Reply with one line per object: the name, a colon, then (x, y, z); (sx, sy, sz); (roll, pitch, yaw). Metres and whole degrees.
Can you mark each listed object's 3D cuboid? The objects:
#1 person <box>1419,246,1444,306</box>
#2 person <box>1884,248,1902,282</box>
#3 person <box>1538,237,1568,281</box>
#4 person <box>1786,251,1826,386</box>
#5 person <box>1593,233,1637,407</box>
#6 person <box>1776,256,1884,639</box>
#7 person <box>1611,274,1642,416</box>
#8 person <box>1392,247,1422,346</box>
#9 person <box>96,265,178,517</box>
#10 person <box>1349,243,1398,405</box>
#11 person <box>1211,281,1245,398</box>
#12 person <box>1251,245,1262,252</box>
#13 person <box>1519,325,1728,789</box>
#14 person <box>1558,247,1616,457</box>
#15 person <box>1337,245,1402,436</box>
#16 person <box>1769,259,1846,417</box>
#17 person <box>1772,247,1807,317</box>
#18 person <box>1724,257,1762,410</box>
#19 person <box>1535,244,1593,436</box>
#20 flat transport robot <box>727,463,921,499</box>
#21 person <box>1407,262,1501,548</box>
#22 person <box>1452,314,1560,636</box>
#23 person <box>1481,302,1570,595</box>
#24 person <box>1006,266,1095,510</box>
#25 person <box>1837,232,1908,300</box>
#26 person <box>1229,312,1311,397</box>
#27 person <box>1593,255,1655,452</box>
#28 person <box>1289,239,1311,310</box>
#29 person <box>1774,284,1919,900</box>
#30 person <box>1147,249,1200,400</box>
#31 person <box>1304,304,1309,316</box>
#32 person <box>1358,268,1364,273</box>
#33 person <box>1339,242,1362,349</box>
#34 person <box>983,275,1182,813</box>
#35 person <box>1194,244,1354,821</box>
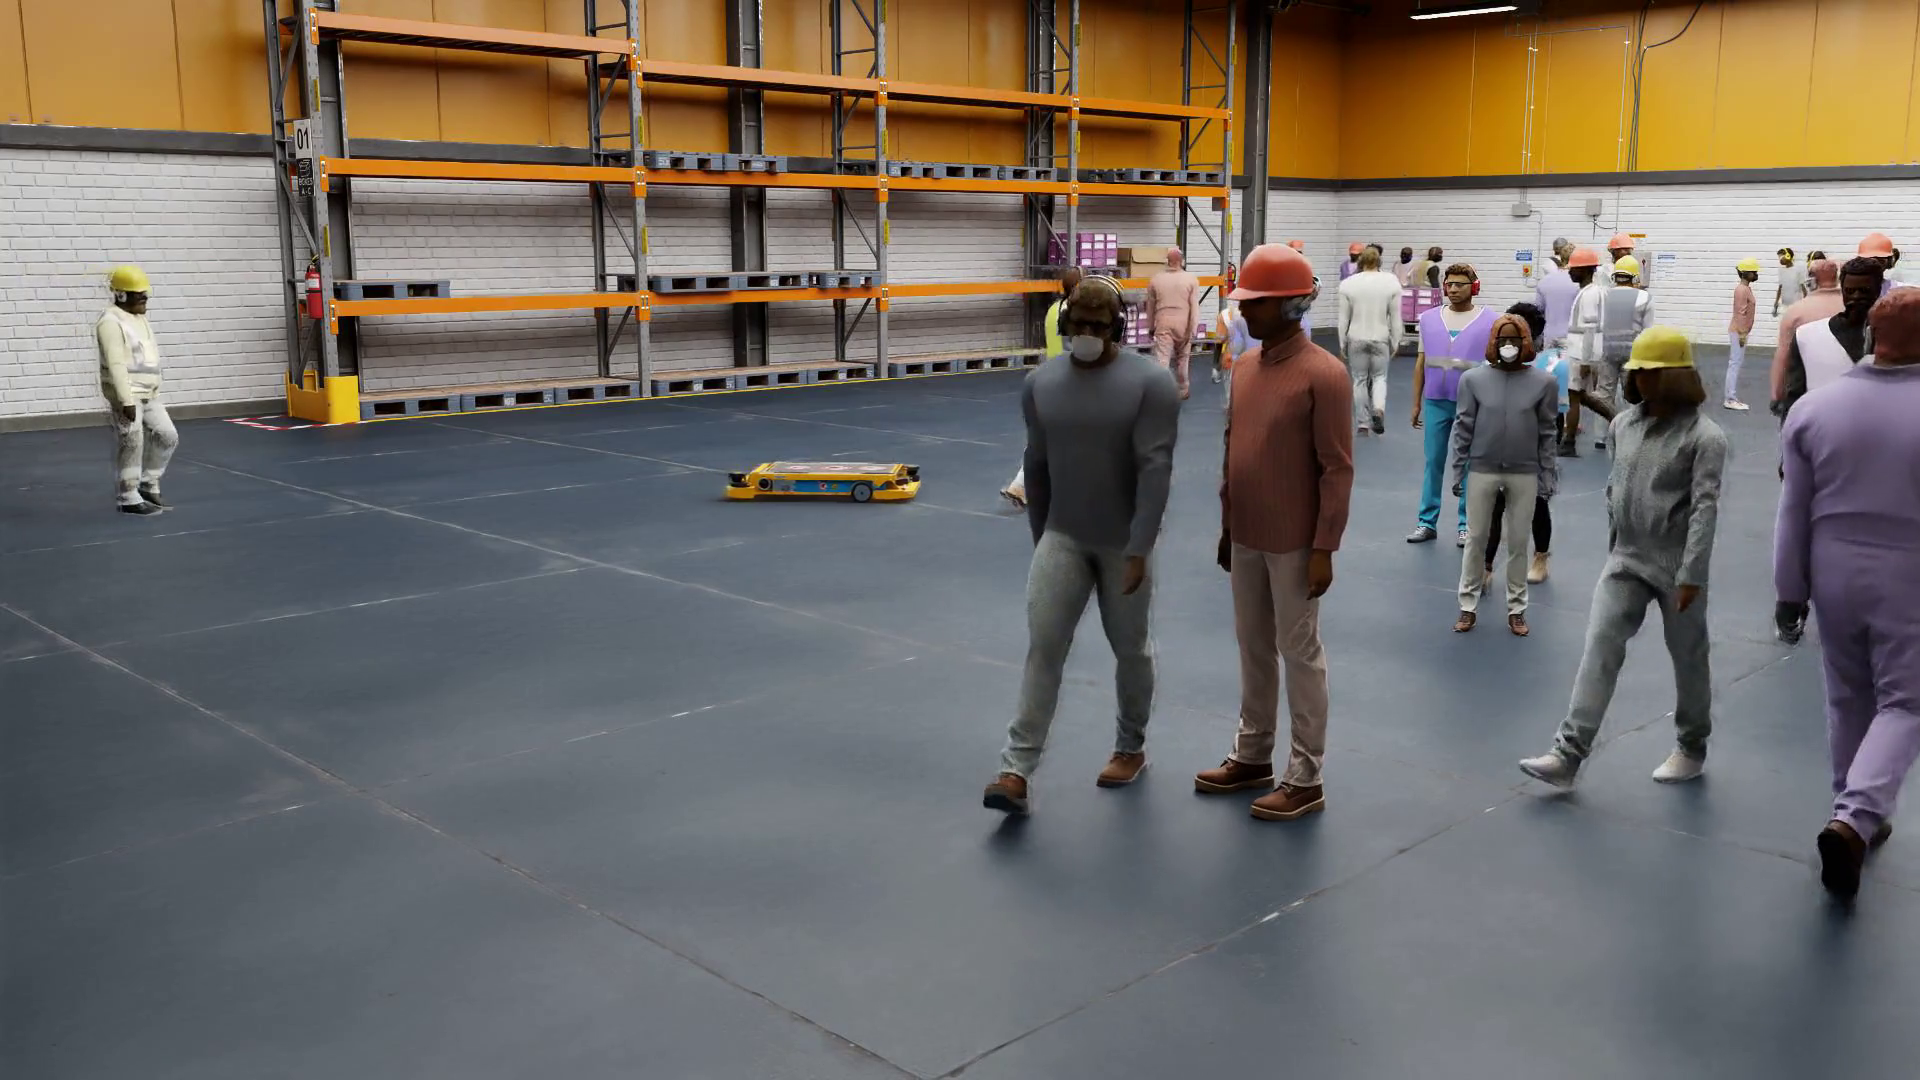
person: (8.500, -4.359, 29.916); (0.478, 1.821, 0.645); (1, 10, 5)
person: (13.537, -3.322, 24.172); (0.524, 1.856, 0.702); (-10, 15, -44)
person: (9.794, -3.964, 27.160); (0.716, 2.000, 0.697); (2, 11, 13)
person: (11.275, -2.888, 21.939); (0.516, 1.806, 0.971); (-5, 12, -27)
person: (7.653, -2.545, 19.405); (0.608, 2.048, 0.368); (-5, 11, -24)
person: (4.395, -0.435, 8.259); (0.591, 1.915, 0.379); (5, 12, 26)
person: (7.166, -2.065, 17.907); (0.281, 1.636, 0.500); (-1, 10, -6)
person: (8.164, -4.458, 30.479); (0.446, 1.814, 0.655); (-8, 13, -38)
person: (-5.885, -1.053, 11.917); (0.473, 1.809, 0.610); (-1, 10, -4)
person: (5.000, -2.623, 20.154); (0.612, 1.936, 0.903); (2, 11, 10)
person: (2.498, -1.509, 14.783); (0.548, 1.656, 0.798); (4, 11, 19)
person: (3.942, -2.822, 21.330); (0.596, 1.902, 0.680); (-7, 13, -34)
person: (2.454, 0.087, 5.978); (0.887, 1.691, 0.510); (-6, 12, -31)
person: (5.761, -1.692, 15.113); (0.714, 1.923, 0.553); (4, 11, 20)
person: (4.088, -1.980, 16.670); (0.625, 1.922, 0.487); (2, 11, 8)
person: (6.141, -1.055, 11.831); (0.654, 1.843, 0.878); (1, 10, 6)
person: (13.264, -3.745, 26.542); (0.436, 1.826, 0.583); (-3, 11, -17)
person: (9.126, -2.403, 19.400); (0.309, 1.769, 0.523); (5, 11, 25)
person: (6.116, -2.022, 16.865); (0.375, 1.934, 0.628); (-8, 13, -37)
flat transport robot: (-1.042, -0.467, 12.919); (1.431, 0.197, 0.652); (1, 10, 3)
person: (3.242, -0.881, 10.878); (0.566, 1.847, 0.389); (7, 12, 32)
person: (2.755, -0.328, 8.443); (0.507, 1.632, 0.274); (3, 11, 16)
person: (3.179, -0.520, 9.449); (0.549, 1.643, 0.888); (8, 13, 38)
person: (0.778, -1.094, 12.155); (0.901, 1.812, 0.633); (-4, 11, -22)
person: (6.816, -1.282, 12.531); (0.607, 2.044, 0.376); (4, 11, 20)
person: (2.140, -0.977, 11.335); (0.567, 1.874, 1.040); (9, 14, 40)
person: (6.147, -1.718, 15.477); (0.587, 1.835, 0.404); (6, 12, 30)
person: (5.390, -3.896, 26.994); (0.659, 1.967, 0.627); (-3, 11, -17)
person: (2.875, 0.148, 5.189); (0.868, 1.881, 0.646); (-9, 14, -42)
person: (2.577, -2.581, 20.142); (0.667, 1.853, 1.017); (4, 11, 18)
person: (4.979, -3.383, 25.189); (0.540, 1.602, 0.757); (8, 13, 37)
person: (6.469, -3.652, 26.571); (0.497, 1.633, 0.288); (-3, 11, -13)
person: (6.987, -4.353, 29.634); (0.577, 1.908, 0.460); (8, 13, 36)
person: (0.433, 0.032, 5.824); (0.618, 1.879, 0.997); (5, 12, 26)
person: (1.091, -0.025, 5.812); (0.398, 1.989, 0.622); (-5, 12, -26)
